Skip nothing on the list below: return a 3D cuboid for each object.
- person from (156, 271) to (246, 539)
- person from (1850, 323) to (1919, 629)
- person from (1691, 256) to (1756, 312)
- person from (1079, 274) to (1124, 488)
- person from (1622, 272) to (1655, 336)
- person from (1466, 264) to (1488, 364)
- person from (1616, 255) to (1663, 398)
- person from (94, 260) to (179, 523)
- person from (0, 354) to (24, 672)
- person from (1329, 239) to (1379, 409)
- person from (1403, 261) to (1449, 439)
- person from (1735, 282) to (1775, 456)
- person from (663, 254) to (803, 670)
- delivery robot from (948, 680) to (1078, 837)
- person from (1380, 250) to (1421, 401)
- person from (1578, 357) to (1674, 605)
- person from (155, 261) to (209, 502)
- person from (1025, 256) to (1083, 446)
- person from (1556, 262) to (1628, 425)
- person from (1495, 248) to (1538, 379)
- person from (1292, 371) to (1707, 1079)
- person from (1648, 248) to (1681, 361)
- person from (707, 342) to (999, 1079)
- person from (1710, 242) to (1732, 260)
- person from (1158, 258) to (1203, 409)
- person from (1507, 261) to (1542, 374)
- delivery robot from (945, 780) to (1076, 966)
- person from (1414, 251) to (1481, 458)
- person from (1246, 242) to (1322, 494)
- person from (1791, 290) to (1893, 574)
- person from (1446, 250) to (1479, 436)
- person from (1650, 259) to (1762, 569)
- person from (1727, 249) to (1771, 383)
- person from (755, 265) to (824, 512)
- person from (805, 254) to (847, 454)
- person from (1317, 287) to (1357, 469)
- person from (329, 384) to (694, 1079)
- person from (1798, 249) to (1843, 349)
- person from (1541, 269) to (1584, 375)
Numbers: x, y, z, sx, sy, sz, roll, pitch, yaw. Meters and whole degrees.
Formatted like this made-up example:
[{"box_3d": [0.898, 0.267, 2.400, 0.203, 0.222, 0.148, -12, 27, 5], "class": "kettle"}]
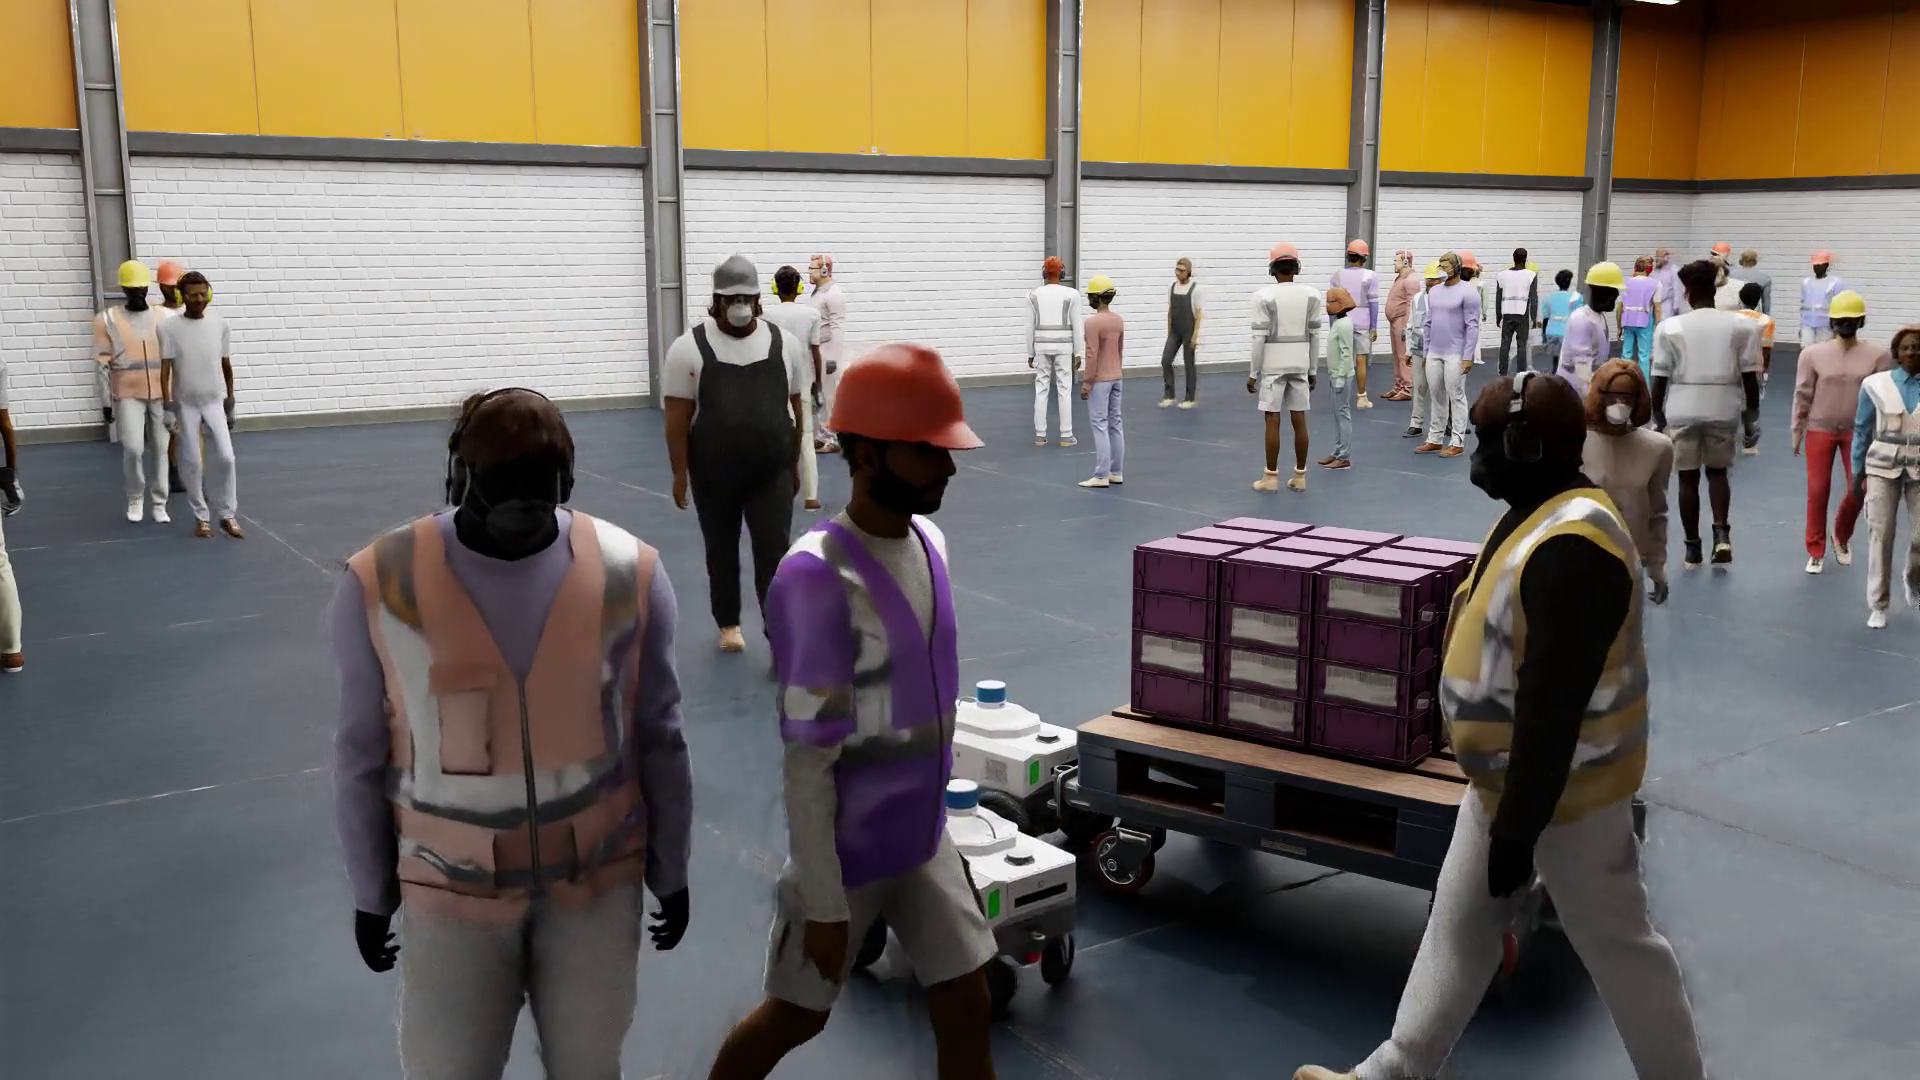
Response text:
[{"box_3d": [-5.199, -0.903, 11.394, 0.513, 1.839, 0.660, -7, 13, -35], "class": "person"}, {"box_3d": [5.033, -0.343, 8.876, 0.527, 1.632, 0.432, 6, 12, 28], "class": "person"}, {"box_3d": [7.809, -1.969, 17.121, 0.992, 1.877, 0.678, -10, 14, -43], "class": "person"}, {"box_3d": [1.169, -1.316, 13.839, 0.331, 1.767, 0.527, 8, 13, 37], "class": "person"}, {"box_3d": [9.546, -3.000, 23.436, 0.497, 1.633, 0.284, 5, 12, 27], "class": "person"}, {"box_3d": [8.375, -3.688, 27.206, 0.515, 1.633, 0.315, 9, 14, 41], "class": "person"}, {"box_3d": [8.600, -2.683, 21.112, 0.389, 1.845, 0.564, -10, 14, -43], "class": "person"}, {"box_3d": [-5.893, -1.058, 12.045, 0.585, 1.911, 0.429, -8, 13, -36], "class": "person"}, {"box_3d": [-4.709, -0.270, 7.823, 0.317, 1.870, 0.531, 10, 14, 42], "class": "person"}, {"box_3d": [4.765, -2.600, 20.117, 0.605, 2.045, 0.387, 7, 12, 32], "class": "person"}, {"box_3d": [4.858, -1.948, 17.124, 0.603, 1.830, 0.404, 9, 13, 39], "class": "person"}, {"box_3d": [7.314, -1.585, 15.653, 0.548, 1.667, 0.727, 9, 14, 41], "class": "person"}, {"box_3d": [-1.063, -0.392, 8.019, 0.693, 2.000, 1.012, -3, 11, -15], "class": "person"}, {"box_3d": [0.106, 0.726, 5.709, 0.707, 0.478, 0.477, 10, 14, 43], "class": "delivery robot"}, {"box_3d": [5.613, -2.729, 21.202, 0.409, 1.907, 0.651, 0, 10, 0], "class": "person"}, {"box_3d": [2.432, 0.126, 6.301, 0.507, 1.631, 0.275, -1, 10, -3], "class": "person"}, {"box_3d": [-6.251, -1.274, 13.270, 0.557, 1.900, 0.968, -6, 12, -31], "class": "person"}, {"box_3d": [0.937, -1.871, 16.559, 0.576, 1.884, 0.355, 3, 11, 15], "class": "person"}, {"box_3d": [4.588, -1.058, 12.069, 0.751, 1.891, 0.657, 7, 12, 34], "class": "person"}, {"box_3d": [7.978, -3.219, 23.859, 0.596, 1.916, 0.385, 7, 13, 35], "class": "person"}, {"box_3d": [1.268, 0.538, 3.651, 0.944, 1.793, 0.690, 1, 10, 7], "class": "person"}, {"box_3d": [11.628, -3.900, 27.673, 0.433, 1.888, 0.668, -6, 12, -31], "class": "person"}, {"box_3d": [-0.213, 0.552, 3.273, 0.996, 1.894, 0.565, 6, 12, 29], "class": "person"}, {"box_3d": [11.658, -3.582, 25.637, 0.378, 1.995, 0.612, -3, 11, -16], "class": "person"}, {"box_3d": [2.649, -2.468, 20.013, 0.518, 1.823, 0.641, 9, 14, 40], "class": "person"}, {"box_3d": [8.510, -3.346, 25.094, 0.706, 1.718, 0.489, -3, 11, -18], "class": "person"}, {"box_3d": [0.001, 0.917, 4.663, 0.477, 0.478, 0.707, -8, 13, -38], "class": "delivery robot"}, {"box_3d": [4.617, -1.752, 15.753, 0.361, 1.938, 0.635, -6, 12, -29], "class": "person"}, {"box_3d": [2.619, -1.391, 13.519, 0.605, 2.034, 0.392, -2, 11, -13], "class": "person"}, {"box_3d": [5.417, -0.654, 10.240, 0.556, 1.754, 0.366, 4, 11, 23], "class": "person"}, {"box_3d": [5.211, -2.056, 17.425, 0.355, 1.938, 0.544, 6, 12, 31], "class": "person"}, {"box_3d": [4.654, -0.774, 10.408, 0.666, 1.933, 0.413, 3, 11, 17], "class": "person"}, {"box_3d": [11.175, -3.173, 23.657, 0.642, 1.908, 0.937, 3, 11, 17], "class": "person"}, {"box_3d": [-1.291, -1.133, 12.575, 0.513, 1.864, 0.329, -1, 10, -7], "class": "person"}, {"box_3d": [-1.331, -1.790, 16.052, 0.404, 1.911, 0.636, -4, 11, -22], "class": "person"}, {"box_3d": [3.401, -1.452, 14.950, 0.281, 1.633, 0.498, 1, 10, 6], "class": "person"}, {"box_3d": [-0.823, 0.612, 3.122, 0.638, 1.820, 0.522, -4, 11, -21], "class": "person"}, {"box_3d": [11.234, -2.828, 21.721, 0.742, 1.921, 0.560, -9, 13, -40], "class": "person"}, {"box_3d": [7.639, -2.615, 21.197, 0.715, 1.672, 0.530, -10, 14, -44], "class": "person"}]
